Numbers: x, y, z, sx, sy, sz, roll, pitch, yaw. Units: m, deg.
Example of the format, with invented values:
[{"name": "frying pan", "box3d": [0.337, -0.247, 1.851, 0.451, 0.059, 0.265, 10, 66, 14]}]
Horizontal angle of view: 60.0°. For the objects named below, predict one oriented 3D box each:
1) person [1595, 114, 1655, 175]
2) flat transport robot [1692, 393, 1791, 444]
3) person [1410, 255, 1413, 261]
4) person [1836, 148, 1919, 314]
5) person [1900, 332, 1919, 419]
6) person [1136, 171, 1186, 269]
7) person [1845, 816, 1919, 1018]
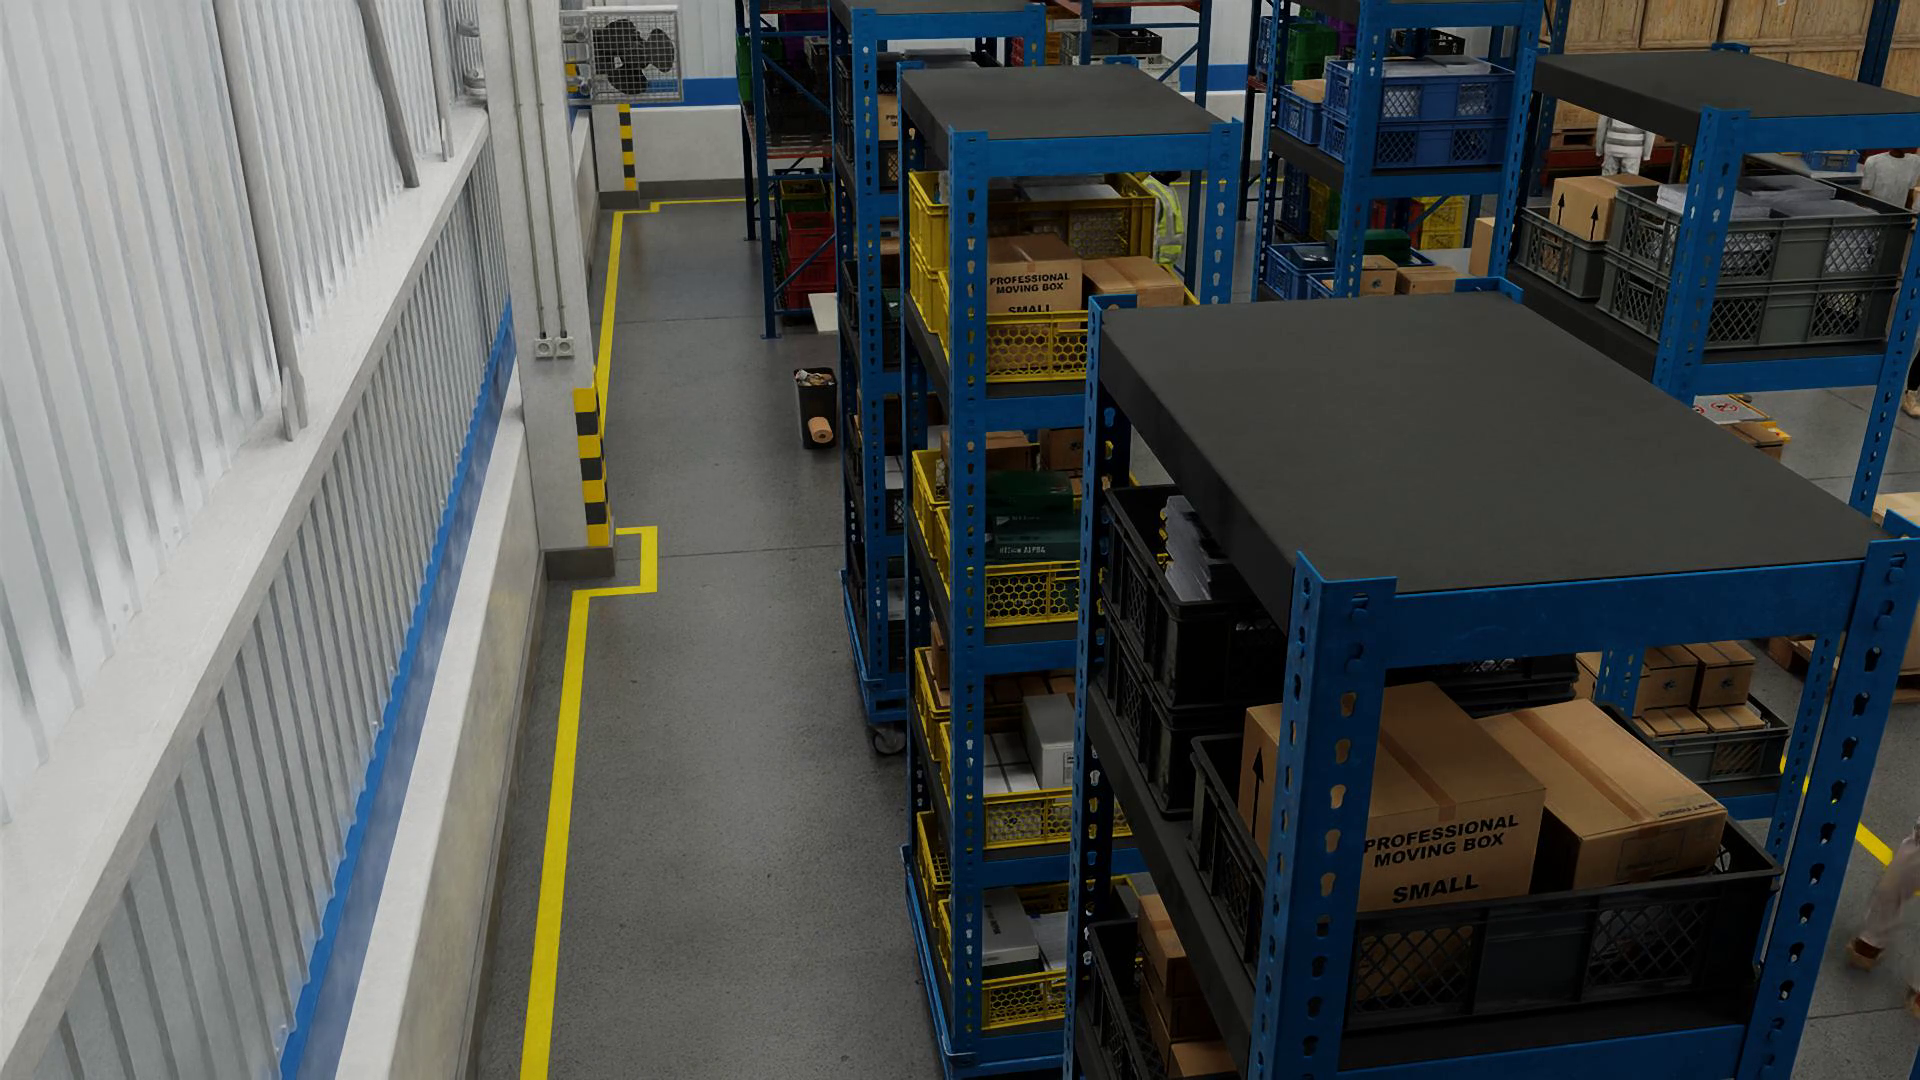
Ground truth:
[{"name": "person", "box3d": [6.740, -3.930, 16.896, 0.572, 1.882, 0.356, 19, 31, 35]}, {"name": "flat transport robot", "box3d": [5.224, -0.859, 12.132, 1.431, 0.197, 0.652, -4, 25, -8]}, {"name": "person", "box3d": [2.923, -1.278, 11.412, 0.514, 1.645, 0.309, -12, 27, -24]}, {"name": "person", "box3d": [7.825, -2.654, 14.150, 0.514, 1.861, 0.316, -1, 25, -3]}, {"name": "person", "box3d": [7.390, -1.735, 12.338, 0.540, 1.697, 0.317, -7, 26, -14]}, {"name": "person", "box3d": [1.564, -2.216, 13.233, 0.430, 1.837, 0.629, 7, 26, 14]}, {"name": "person", "box3d": [3.870, 0.918, 6.279, 0.462, 1.957, 0.691, -3, 25, -6]}]
